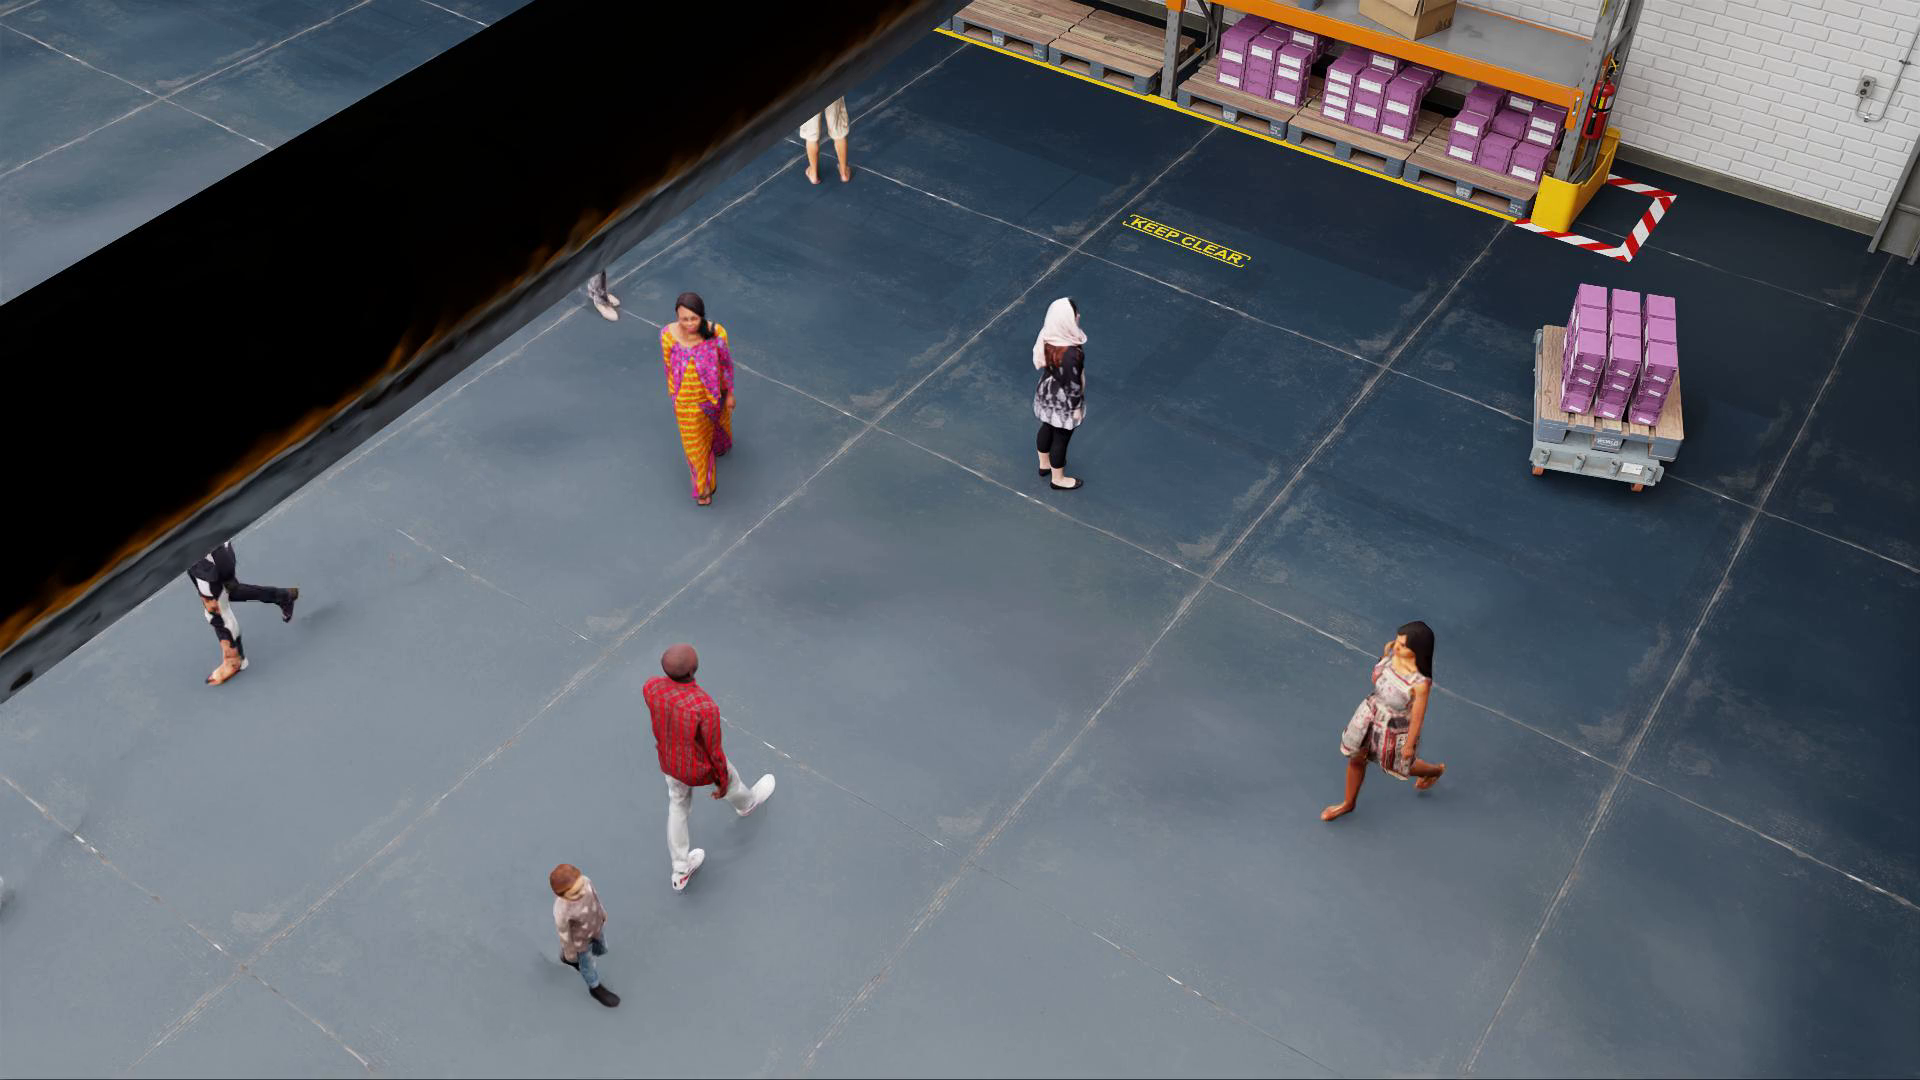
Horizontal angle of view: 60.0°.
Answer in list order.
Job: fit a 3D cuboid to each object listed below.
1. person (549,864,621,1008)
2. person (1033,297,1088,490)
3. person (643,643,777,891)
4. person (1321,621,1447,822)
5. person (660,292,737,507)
[{"bbox_3d":[-2.094,2.107,9.050,0.664,1.189,0.551,17,46,17],"label":"person"},{"bbox_3d":[0.723,-1.069,12.060,0.807,1.637,0.721,-18,46,-18],"label":"person"},{"bbox_3d":[-1.575,1.308,9.458,1.110,1.784,0.827,20,47,20],"label":"person"},{"bbox_3d":[2.623,1.061,9.834,1.019,1.623,1.067,-16,46,-16],"label":"person"},{"bbox_3d":[-1.878,-1.162,12.134,1.171,1.669,1.210,-6,44,-6],"label":"person"}]
